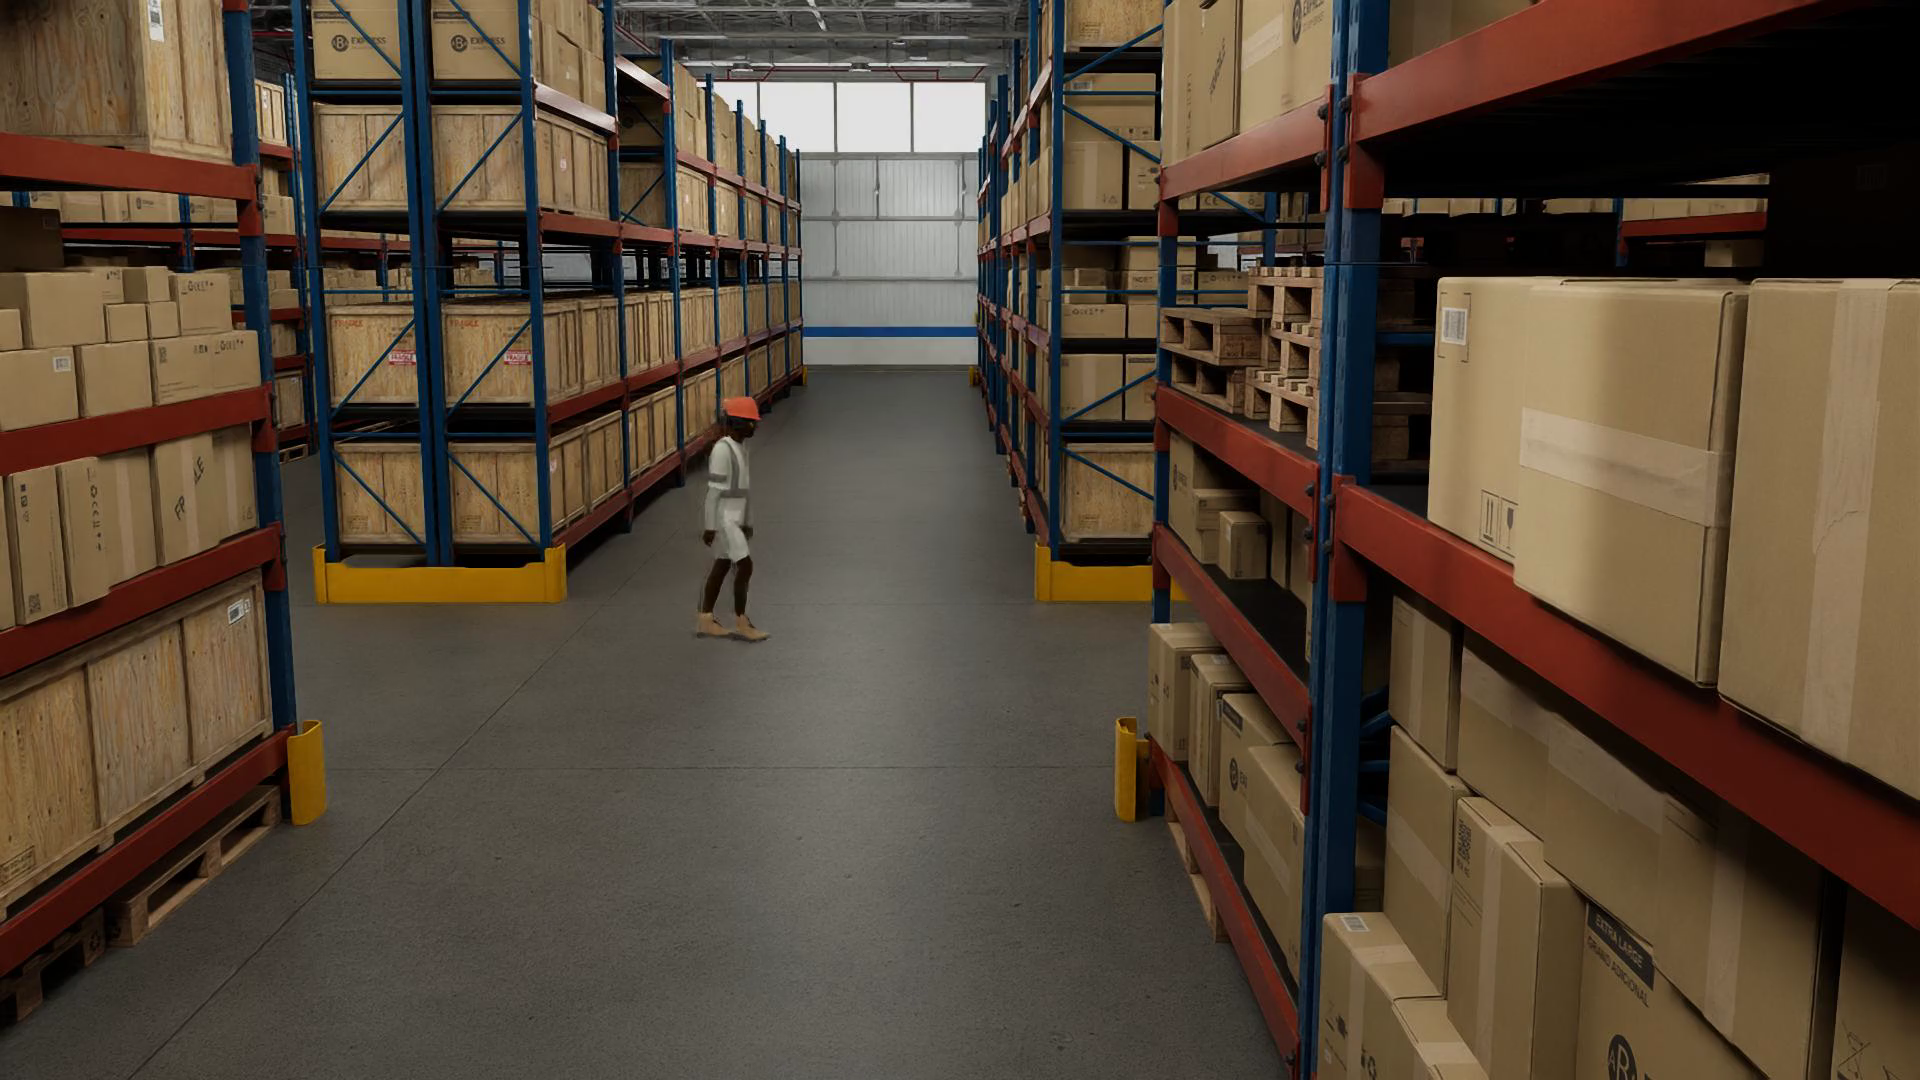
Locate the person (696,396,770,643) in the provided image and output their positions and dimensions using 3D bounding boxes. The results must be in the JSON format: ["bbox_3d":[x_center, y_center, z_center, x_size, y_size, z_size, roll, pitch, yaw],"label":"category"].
[{"bbox_3d":[-1.820,-0.165,13.542,0.791,2.002,0.629,1,9,7],"label":"person"}]
